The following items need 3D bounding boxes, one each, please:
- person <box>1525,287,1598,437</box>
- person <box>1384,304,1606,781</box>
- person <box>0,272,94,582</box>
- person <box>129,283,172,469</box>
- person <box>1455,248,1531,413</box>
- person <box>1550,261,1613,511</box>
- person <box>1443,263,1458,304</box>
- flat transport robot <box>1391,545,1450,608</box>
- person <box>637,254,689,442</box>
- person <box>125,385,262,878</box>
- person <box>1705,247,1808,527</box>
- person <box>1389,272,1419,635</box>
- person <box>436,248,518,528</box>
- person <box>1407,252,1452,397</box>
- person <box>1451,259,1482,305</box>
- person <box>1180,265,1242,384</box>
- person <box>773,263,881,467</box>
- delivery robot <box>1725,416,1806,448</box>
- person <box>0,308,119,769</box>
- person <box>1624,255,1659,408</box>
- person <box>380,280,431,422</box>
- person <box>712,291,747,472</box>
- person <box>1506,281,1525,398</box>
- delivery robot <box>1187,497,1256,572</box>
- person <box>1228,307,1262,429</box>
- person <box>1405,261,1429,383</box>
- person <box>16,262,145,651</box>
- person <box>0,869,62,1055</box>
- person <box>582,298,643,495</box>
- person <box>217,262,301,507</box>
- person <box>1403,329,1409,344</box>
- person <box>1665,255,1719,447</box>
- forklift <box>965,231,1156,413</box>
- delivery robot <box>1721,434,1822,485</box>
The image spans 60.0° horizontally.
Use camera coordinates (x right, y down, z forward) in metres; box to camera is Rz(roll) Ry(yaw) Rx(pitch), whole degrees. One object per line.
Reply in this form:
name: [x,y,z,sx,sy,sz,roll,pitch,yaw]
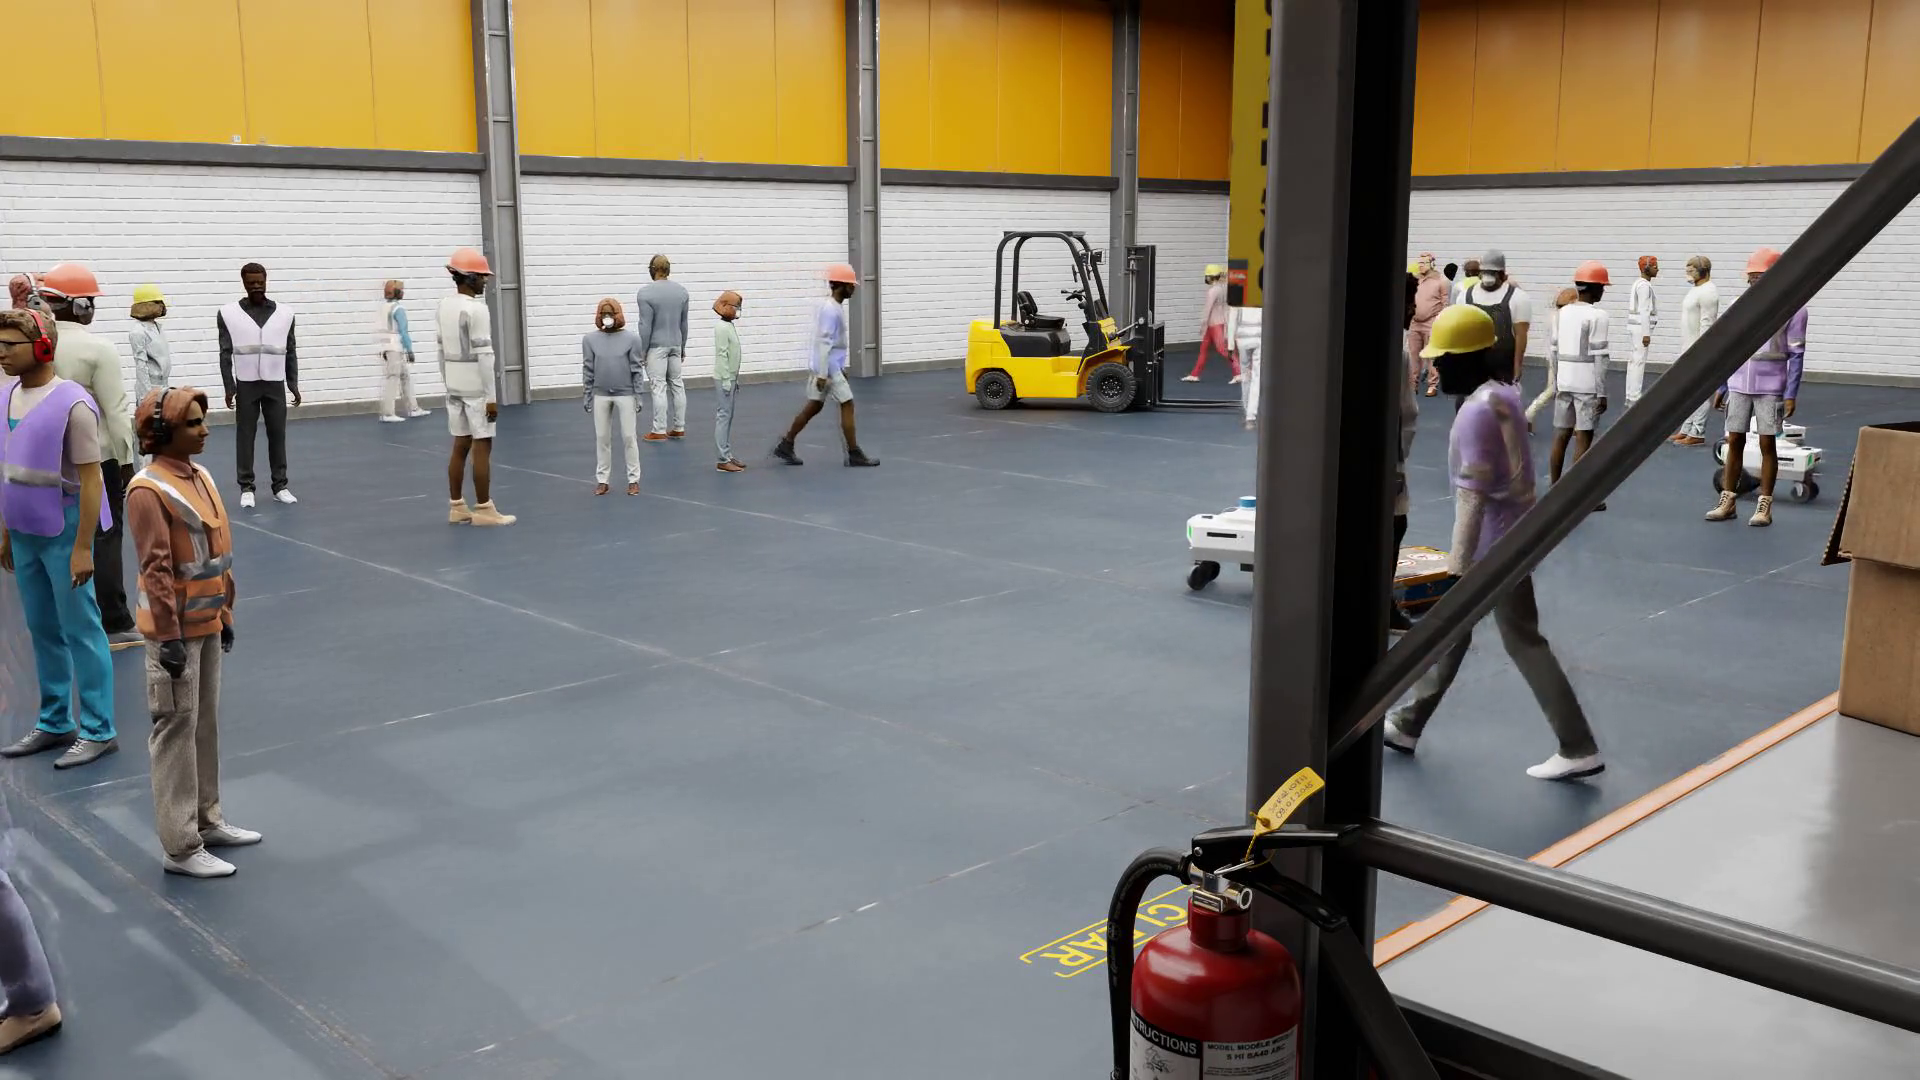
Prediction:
person: [6.348,-1.876,17.601,0.801,1.603,0.510,-1,10,-8]
person: [2.096,0.015,6.556,1.018,1.870,0.629,4,11,20]
person: [-5.594,-0.670,10.165,0.641,1.908,0.407,7,13,34]
person: [-6.498,-1.192,13.451,0.290,1.746,0.487,-1,10,-6]
person: [4.795,-1.640,15.087,0.691,2.000,0.536,5,12,27]
person: [4.844,-1.192,12.934,0.372,1.933,0.552,-4,11,-22]
person: [7.656,-3.479,26.045,0.316,1.700,0.540,-10,14,-43]
flat transport robot: [2.487,0.233,9.700,1.431,0.197,0.652,-8,13,-36]
person: [-3.079,-1.979,17.215,0.372,1.940,0.631,9,14,39]
person: [-2.597,0.303,5.589,0.307,1.641,0.513,-1,10,-7]
person: [5.865,-1.122,12.255,0.378,2.045,0.605,-9,14,-41]
person: [2.302,-0.478,8.980,0.409,1.956,0.634,0,10,-2]
person: [-3.566,-1.093,12.154,0.628,2.041,0.516,10,14,42]
person: [6.163,-2.855,22.079,0.400,1.907,0.645,-10,14,-43]
person: [7.003,-2.923,22.743,0.621,1.811,0.801,1,10,5]
person: [3.698,-3.109,23.991,0.959,1.716,0.534,4,11,19]
person: [-1.266,-1.600,15.315,0.975,1.894,0.538,-1,10,-5]
delivery robot: [7.360,-0.965,15.206,0.477,0.478,0.707,-3,11,-17]
person: [-3.666,-0.010,6.730,0.567,1.847,0.389,5,12,27]
person: [8.463,-2.574,20.614,0.355,1.883,0.575,2,11,13]
person: [-6.364,-2.168,19.106,0.723,1.610,0.542,-8,13,-36]
person: [-2.097,-1.440,15.108,0.279,1.633,0.499,0,10,0]
person: [5.963,-1.976,18.022,0.314,1.636,0.515,5,11,24]
delivery robot: [1.741,-0.019,10.047,0.707,0.478,0.477,4,11,23]
person: [3.324,-2.179,18.617,0.598,1.823,0.993,4,11,22]
person: [6.505,-3.090,23.748,0.860,1.778,0.618,-6,12,-29]
person: [-4.507,-0.420,8.557,0.625,1.992,0.386,3,11,14]
person: [-2.750,0.508,4.223,0.767,1.713,0.618,-4,11,-19]
person: [-2.847,-1.173,13.676,0.502,1.627,0.277,0,10,1]
person: [-5.545,-1.231,13.194,0.590,1.918,0.399,-7,13,-34]
person: [4.555,-2.097,17.884,0.370,1.929,0.585,-6,12,-30]
person: [7.452,-1.911,16.855,0.373,1.937,0.629,2,11,10]
forklift: [1.222,-2.721,20.561,2.313,2.155,1.214,2,11,13]
delivery robot: [6.594,-0.657,13.524,0.707,0.478,0.477,9,14,39]
